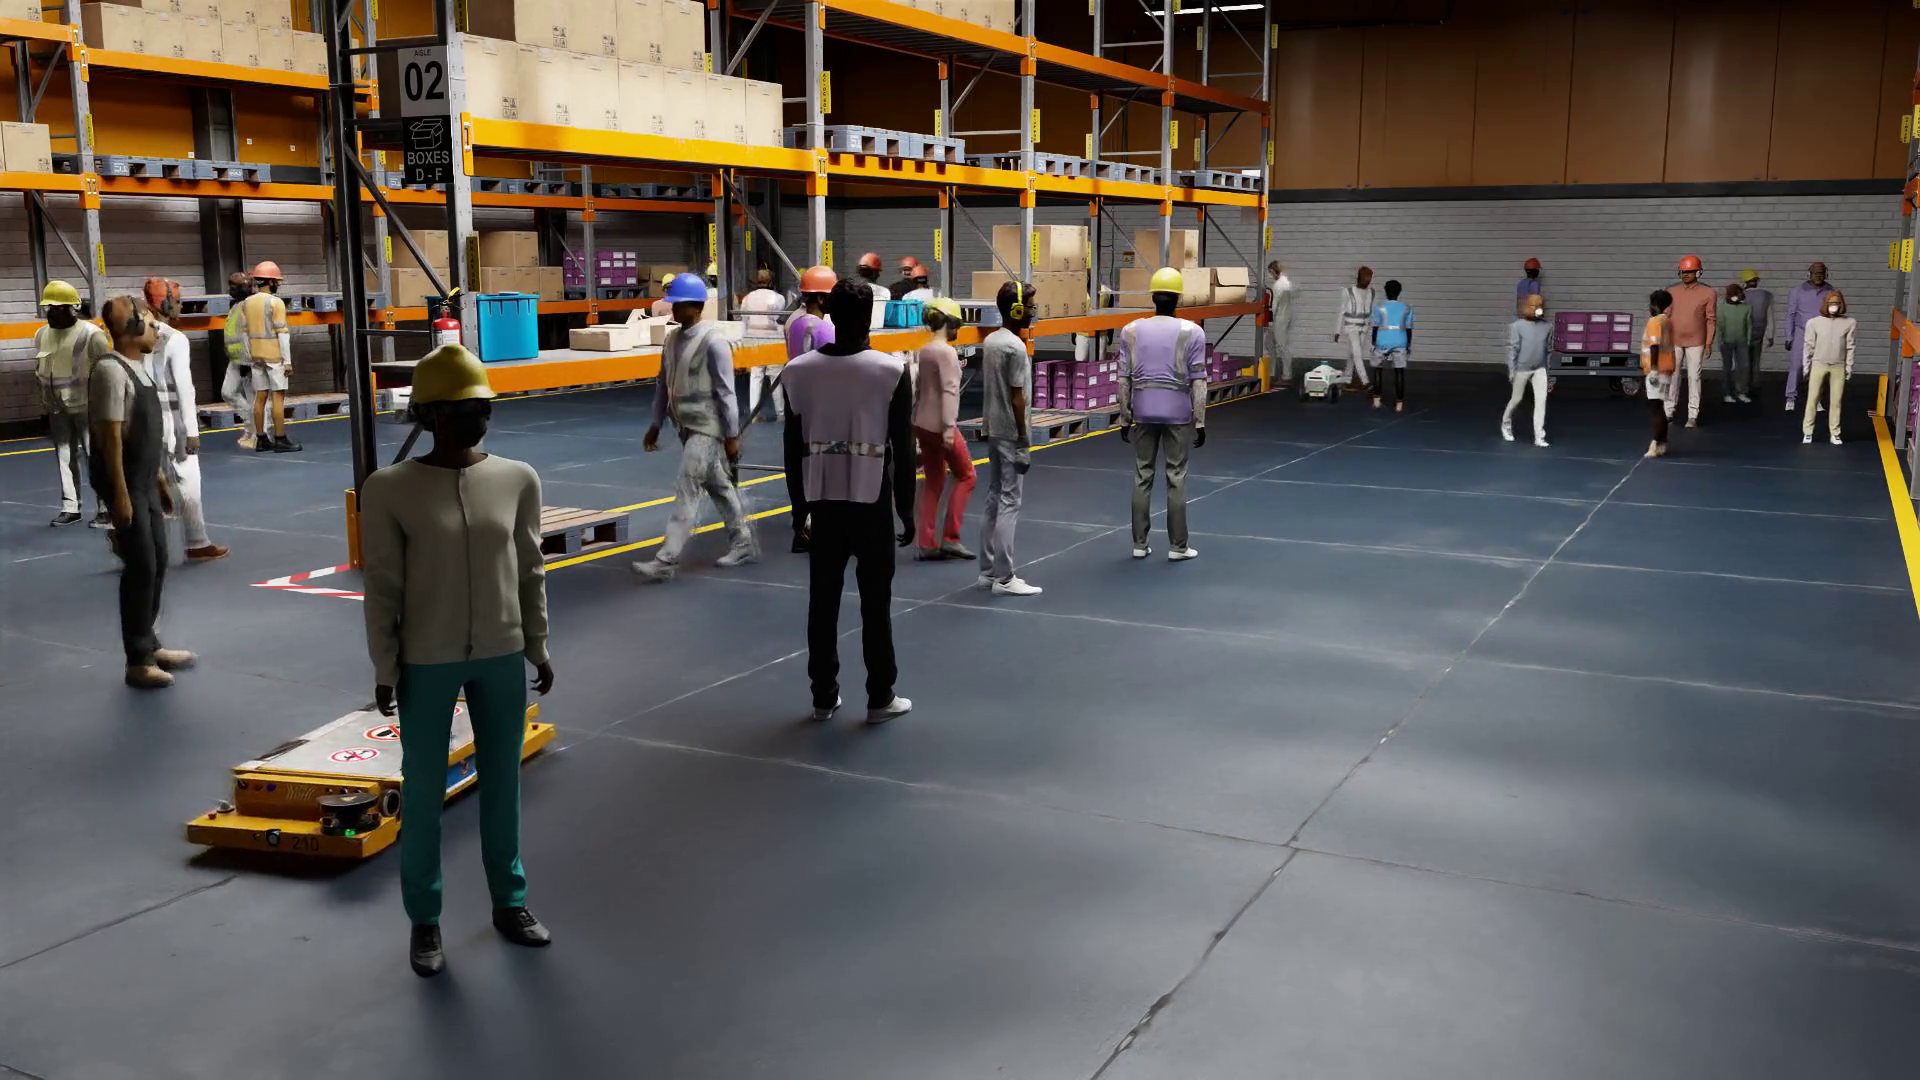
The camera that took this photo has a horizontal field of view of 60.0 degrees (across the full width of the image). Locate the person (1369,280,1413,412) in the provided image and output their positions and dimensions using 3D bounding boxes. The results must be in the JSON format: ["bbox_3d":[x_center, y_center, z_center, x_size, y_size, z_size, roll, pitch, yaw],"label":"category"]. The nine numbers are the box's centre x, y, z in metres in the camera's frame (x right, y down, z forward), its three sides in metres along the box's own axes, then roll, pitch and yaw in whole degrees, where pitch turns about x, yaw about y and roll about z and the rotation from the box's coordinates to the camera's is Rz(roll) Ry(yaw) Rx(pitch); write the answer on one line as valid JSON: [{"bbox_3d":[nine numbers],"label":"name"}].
[{"bbox_3d":[5.514,-2.477,21.281,0.549,1.672,0.486,0,10,-3],"label":"person"}]

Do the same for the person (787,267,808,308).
[{"bbox_3d":[-2.573,-3.629,27.629,0.610,1.794,0.872,-2,10,-9],"label":"person"}]

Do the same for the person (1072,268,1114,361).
[{"bbox_3d":[1.826,-2.846,22.960,0.625,1.836,0.428,0,10,-2],"label":"person"}]

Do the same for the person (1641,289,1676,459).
[{"bbox_3d":[6.906,-1.642,16.491,0.320,1.663,0.661,7,12,35],"label":"person"}]

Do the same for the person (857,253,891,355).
[{"bbox_3d":[-0.975,-2.196,18.669,0.633,2.004,0.954,5,11,26],"label":"person"}]

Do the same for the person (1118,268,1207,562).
[{"bbox_3d":[1.338,-0.819,10.947,0.595,1.923,0.377,4,11,24],"label":"person"}]

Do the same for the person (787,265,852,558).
[{"bbox_3d":[-0.950,-0.851,11.098,0.379,1.938,0.547,-6,11,-29],"label":"person"}]

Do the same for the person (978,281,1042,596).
[{"bbox_3d":[0.291,-0.595,9.858,0.317,1.859,0.519,-4,11,-22],"label":"person"}]

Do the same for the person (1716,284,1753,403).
[{"bbox_3d":[10.421,-2.636,22.369,0.511,1.600,0.585,1,10,4],"label":"person"}]

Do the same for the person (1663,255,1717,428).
[{"bbox_3d":[8.434,-2.302,19.331,0.622,1.993,0.383,8,13,39],"label":"person"}]

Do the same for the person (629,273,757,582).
[{"bbox_3d":[-1.656,-0.709,10.402,1.008,1.898,0.599,-8,13,-38],"label":"person"}]

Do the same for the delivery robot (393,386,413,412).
[{"bbox_3d":[-6.351,-1.687,19.667,0.707,0.478,0.477,4,11,23],"label":"delivery robot"}]

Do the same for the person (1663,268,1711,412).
[{"bbox_3d":[9.236,-2.595,21.201,0.629,1.937,0.379,1,10,4],"label":"person"}]

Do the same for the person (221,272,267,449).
[{"bbox_3d":[-7.387,-1.849,17.198,0.463,1.823,0.639,-9,13,-41],"label":"person"}]

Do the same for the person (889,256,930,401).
[{"bbox_3d":[-0.668,-2.860,22.635,0.625,1.975,0.462,4,10,20],"label":"person"}]

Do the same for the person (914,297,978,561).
[{"bbox_3d":[-0.077,-0.718,10.923,0.507,1.722,0.586,-4,11,-23],"label":"person"}]

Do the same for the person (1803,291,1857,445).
[{"bbox_3d":[9.189,-1.817,17.609,0.500,1.626,0.284,3,10,17],"label":"person"}]

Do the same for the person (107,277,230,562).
[{"bbox_3d":[-5.158,-0.756,10.731,0.625,1.871,0.685,5,11,27],"label":"person"}]

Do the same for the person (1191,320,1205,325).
[{"bbox_3d":[3.554,-3.180,25.495,0.364,1.618,0.527,-9,13,-42],"label":"person"}]

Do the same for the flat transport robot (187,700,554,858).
[{"bbox_3d":[-2.129,0.829,6.193,0.652,0.197,1.431,2,10,12],"label":"flat transport robot"}]

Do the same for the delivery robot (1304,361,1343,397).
[{"bbox_3d":[4.935,-2.187,22.563,0.477,0.478,0.707,6,11,29],"label":"delivery robot"}]

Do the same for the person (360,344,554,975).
[{"bbox_3d":[-1.417,0.332,4.741,0.532,1.772,0.300,-7,12,-36],"label":"person"}]

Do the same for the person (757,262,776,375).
[{"bbox_3d":[-3.213,-3.661,27.562,0.336,1.873,0.521,-5,11,-28],"label":"person"}]

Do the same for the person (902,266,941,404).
[{"bbox_3d":[-0.483,-2.634,21.678,0.548,1.846,1.063,-2,10,-9],"label":"person"}]

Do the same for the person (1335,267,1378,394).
[{"bbox_3d":[5.801,-3.028,24.045,0.613,1.813,1.059,-4,11,-22],"label":"person"}]

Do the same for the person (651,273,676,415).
[{"bbox_3d":[-3.613,-2.453,20.874,0.533,1.765,0.329,-5,11,-25],"label":"person"}]

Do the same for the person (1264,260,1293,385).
[{"bbox_3d":[4.810,-3.323,25.509,0.719,1.902,0.632,2,10,14],"label":"person"}]

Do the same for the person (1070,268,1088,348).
[{"bbox_3d":[1.709,-3.219,24.609,0.623,1.997,0.977,7,12,36],"label":"person"}]

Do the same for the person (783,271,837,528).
[{"bbox_3d":[-0.997,-0.997,12.072,0.402,1.900,0.647,-8,13,-39],"label":"person"}]

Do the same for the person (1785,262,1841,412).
[{"bbox_3d":[10.881,-2.586,21.233,0.644,1.907,0.400,2,10,13],"label":"person"}]

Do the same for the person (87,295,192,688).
[{"bbox_3d":[-3.887,-0.223,7.810,0.339,1.820,0.597,-2,10,-9],"label":"person"}]

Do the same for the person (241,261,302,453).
[{"bbox_3d":[-7.002,-1.853,16.911,0.552,1.932,0.377,4,11,24],"label":"person"}]

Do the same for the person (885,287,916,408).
[{"bbox_3d":[-0.894,-2.401,21.074,0.809,1.599,0.519,-9,13,-41],"label":"person"}]

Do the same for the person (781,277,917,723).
[{"bbox_3d":[-0.471,-0.160,7.157,0.591,1.919,0.391,3,10,15],"label":"person"}]

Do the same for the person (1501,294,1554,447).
[{"bbox_3d":[6.025,-1.816,17.664,0.509,1.601,0.817,-1,10,-7],"label":"person"}]

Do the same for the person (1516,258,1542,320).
[{"bbox_3d":[9.273,-3.611,27.069,0.355,1.941,0.548,-2,10,-14],"label":"person"}]

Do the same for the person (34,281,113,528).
[{"bbox_3d":[-6.533,-0.990,12.254,0.591,1.823,0.405,2,10,12],"label":"person"}]

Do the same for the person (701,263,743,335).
[{"bbox_3d":[-2.925,-2.441,20.427,0.599,1.885,0.898,4,10,21],"label":"person"}]

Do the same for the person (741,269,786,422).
[{"bbox_3d":[-2.306,-2.321,19.948,0.640,1.841,0.472,5,11,26],"label":"person"}]

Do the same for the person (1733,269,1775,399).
[{"bbox_3d":[10.988,-2.875,23.220,0.634,1.797,0.637,2,10,14],"label":"person"}]
